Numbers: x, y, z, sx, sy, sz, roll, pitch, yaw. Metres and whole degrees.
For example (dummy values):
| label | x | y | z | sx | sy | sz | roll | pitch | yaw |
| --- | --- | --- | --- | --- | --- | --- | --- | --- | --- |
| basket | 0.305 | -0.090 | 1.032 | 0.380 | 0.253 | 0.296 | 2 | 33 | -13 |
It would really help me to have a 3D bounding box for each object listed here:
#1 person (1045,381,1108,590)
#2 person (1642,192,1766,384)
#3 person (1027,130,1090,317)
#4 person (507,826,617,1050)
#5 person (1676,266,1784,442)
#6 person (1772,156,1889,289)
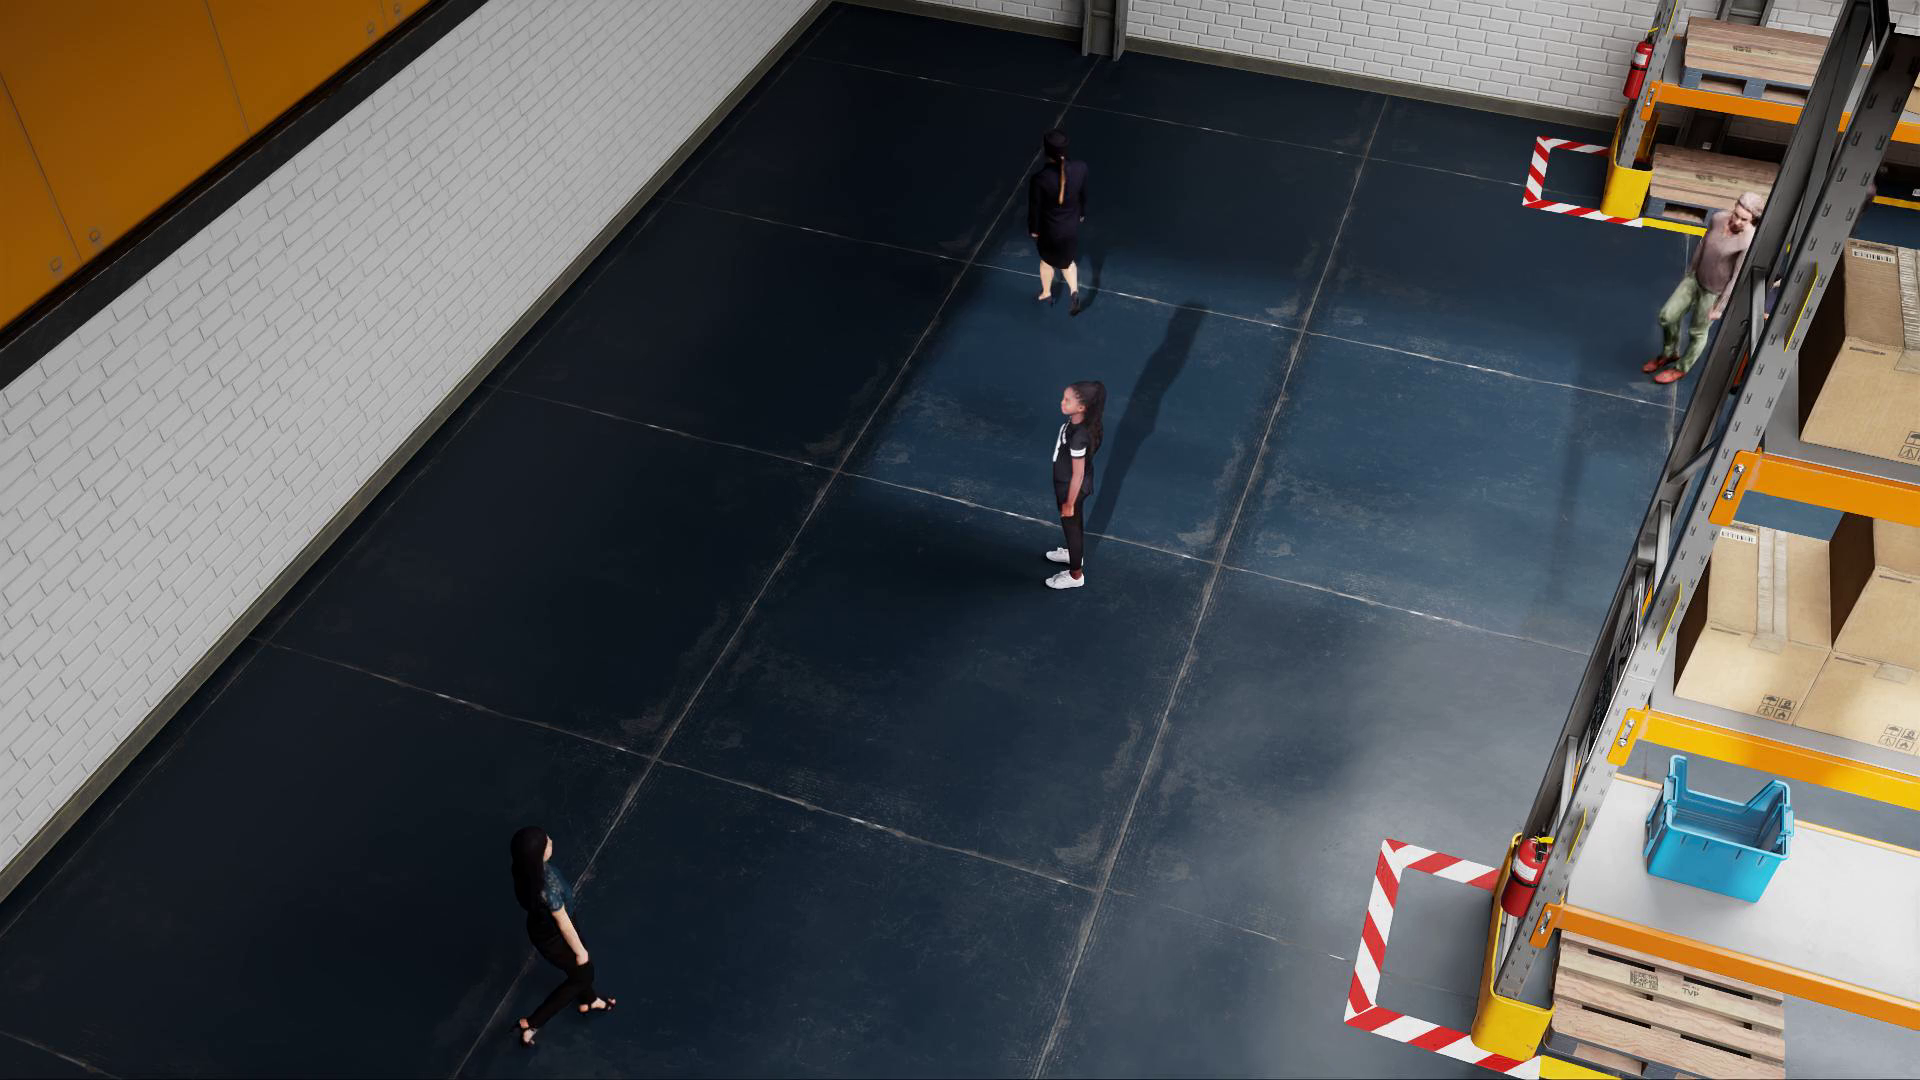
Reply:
| label | x | y | z | sx | sy | sz | roll | pitch | yaw |
| --- | --- | --- | --- | --- | --- | --- | --- | --- | --- |
| person | 0.772 | -0.384 | 11.364 | 0.654 | 1.727 | 0.673 | 3 | 44 | 4 |
| person | 5.901 | -1.951 | 12.925 | 0.878 | 1.841 | 0.831 | -12 | 45 | -12 |
| person | 0.834 | -2.543 | 13.681 | 0.972 | 1.657 | 1.023 | -15 | 46 | -15 |
| person | -2.176 | 2.122 | 8.734 | 0.879 | 1.724 | 0.883 | -29 | 51 | -27 |
| person | 5.913 | -1.392 | 12.439 | 0.983 | 1.702 | 0.770 | 10 | 45 | 10 |
| person | 7.045 | -2.501 | 13.638 | 0.648 | 1.654 | 0.922 | 14 | 45 | 14 |
